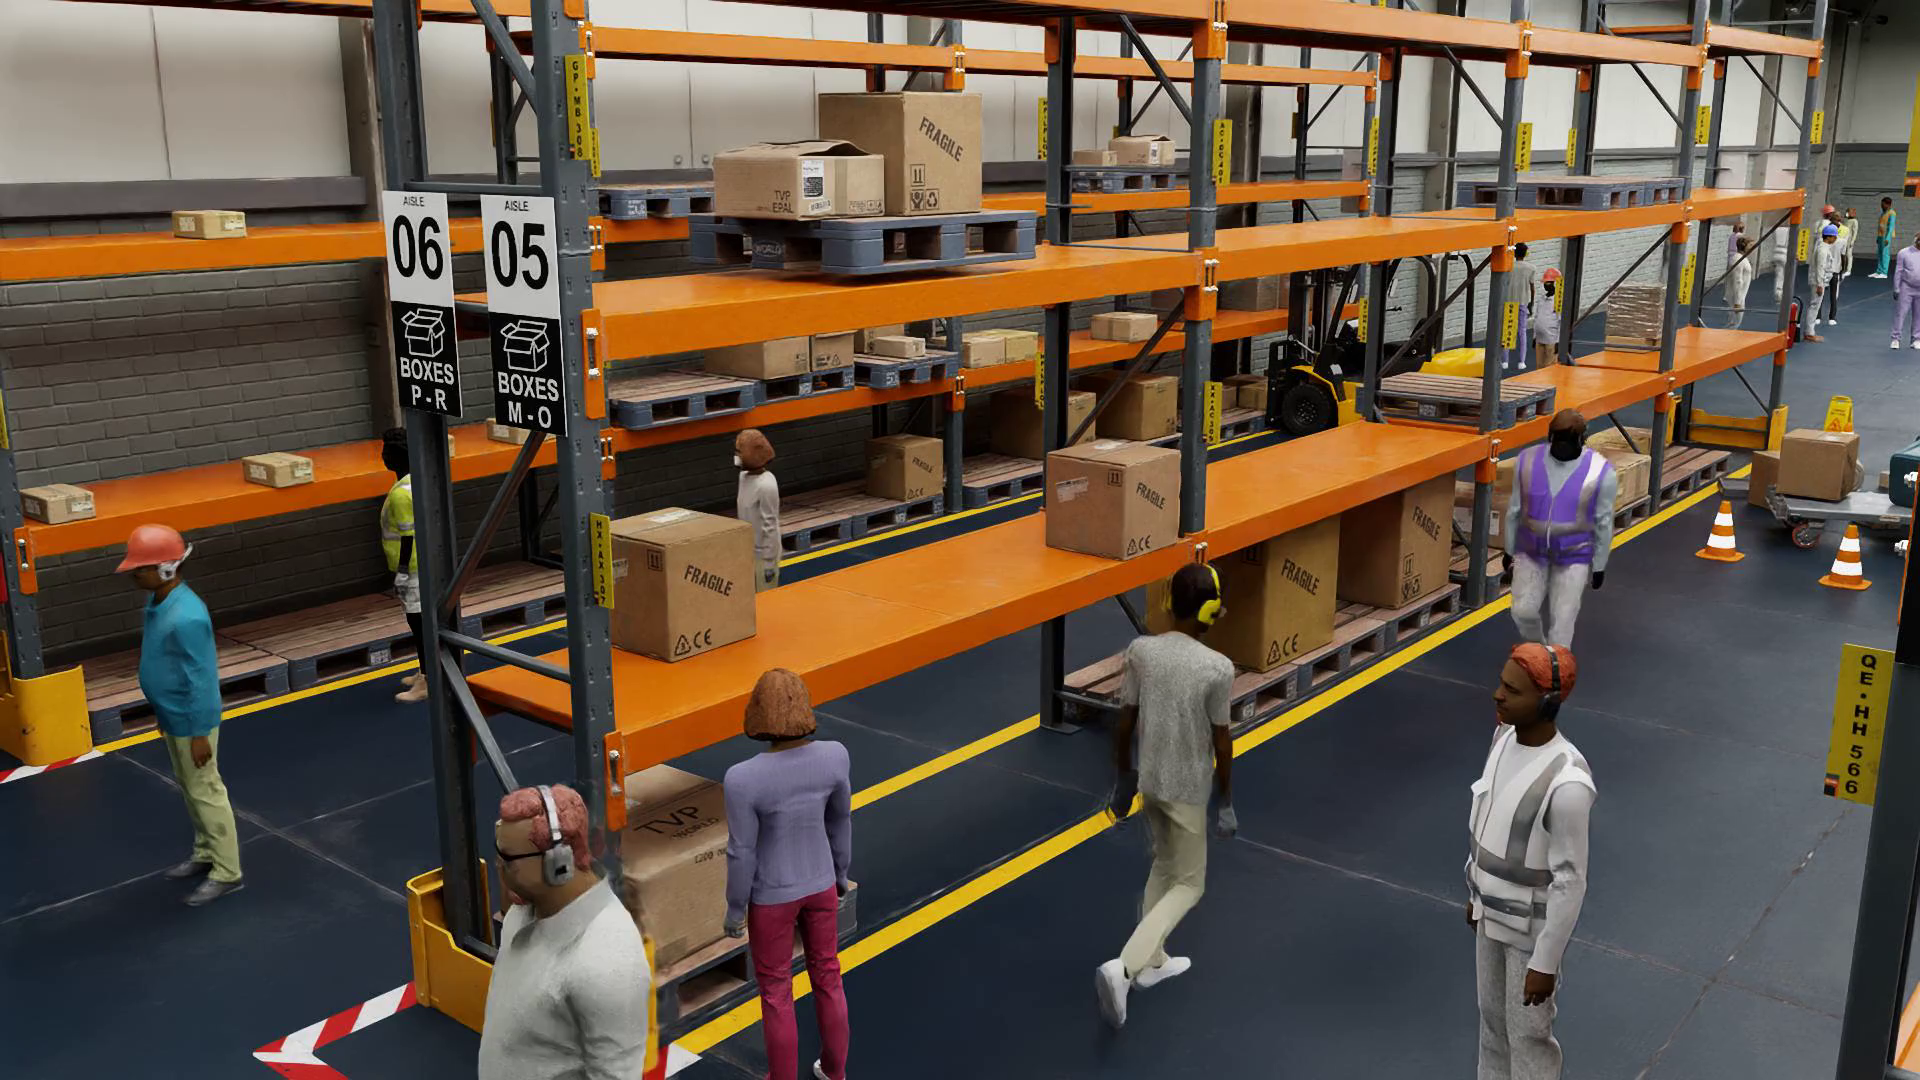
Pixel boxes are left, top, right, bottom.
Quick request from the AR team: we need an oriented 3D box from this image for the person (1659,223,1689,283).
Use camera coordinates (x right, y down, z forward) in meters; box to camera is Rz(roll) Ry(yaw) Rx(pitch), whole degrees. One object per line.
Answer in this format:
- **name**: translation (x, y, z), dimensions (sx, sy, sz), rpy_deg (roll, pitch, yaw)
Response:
- **person**: translation (14.002, -5.396, 32.686), dimensions (0.500, 1.719, 0.577), rpy_deg (13, 19, 42)

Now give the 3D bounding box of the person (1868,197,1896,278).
- **person**: translation (22.103, -7.224, 39.745), dimensions (0.390, 1.914, 0.587), rpy_deg (2, 14, 7)

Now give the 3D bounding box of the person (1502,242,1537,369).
- **person**: translation (8.184, -3.450, 24.468), dimensions (0.515, 1.872, 0.328), rpy_deg (3, 14, 11)

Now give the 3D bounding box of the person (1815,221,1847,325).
- **person**: translation (15.721, -4.827, 30.089), dimensions (0.521, 1.865, 0.327), rpy_deg (6, 15, 24)

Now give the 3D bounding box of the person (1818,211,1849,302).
- **person**: translation (17.818, -5.788, 34.035), dimensions (0.565, 1.847, 0.396), rpy_deg (6, 15, 23)

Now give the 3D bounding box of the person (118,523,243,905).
- **person**: translation (-3.529, 0.772, 7.522), dimensions (0.340, 1.748, 0.577), rpy_deg (-10, 17, -36)

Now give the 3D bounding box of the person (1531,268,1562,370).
- **person**: translation (7.465, -2.572, 21.135), dimensions (0.324, 1.752, 0.561), rpy_deg (-5, 15, -19)

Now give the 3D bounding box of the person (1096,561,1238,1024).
- **person**: translation (0.772, 0.994, 6.469), dimensions (0.671, 1.833, 0.528), rpy_deg (-12, 18, -41)

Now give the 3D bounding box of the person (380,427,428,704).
- **person**: translation (-3.359, 0.149, 10.174), dimensions (0.318, 1.697, 0.535), rpy_deg (-2, 14, -10)

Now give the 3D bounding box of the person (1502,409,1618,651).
- **person**: translation (3.622, 0.094, 10.119), dimensions (0.647, 1.823, 0.448), rpy_deg (8, 16, 31)

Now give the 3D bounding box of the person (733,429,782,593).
- **person**: translation (-1.273, 0.104, 10.500), dimensions (0.282, 1.632, 0.501), rpy_deg (-7, 15, -26)

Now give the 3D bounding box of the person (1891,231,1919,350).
- **person**: translation (15.316, -4.007, 26.675), dimensions (0.638, 1.903, 0.408), rpy_deg (3, 14, 12)

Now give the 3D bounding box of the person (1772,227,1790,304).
- **person**: translation (16.668, -5.694, 33.623), dimensions (0.405, 1.859, 0.608), rpy_deg (-6, 15, -24)

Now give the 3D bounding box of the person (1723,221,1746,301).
- **person**: translation (15.926, -5.711, 34.154), dimensions (0.308, 1.639, 0.514), rpy_deg (-2, 14, -8)

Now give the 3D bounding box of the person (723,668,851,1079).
- **person**: translation (-0.601, 1.242, 5.849), dimensions (0.505, 1.632, 0.269), rpy_deg (-10, 17, -36)

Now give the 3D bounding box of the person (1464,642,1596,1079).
- **person**: translation (1.795, 1.232, 5.375), dimensions (0.356, 1.884, 0.574), rpy_deg (-2, 14, -6)

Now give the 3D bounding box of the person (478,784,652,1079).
- **person**: translation (-0.967, 1.497, 4.332), dimensions (0.930, 1.871, 0.653), rpy_deg (-7, 15, -26)

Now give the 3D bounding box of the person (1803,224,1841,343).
- **person**: translation (14.295, -4.255, 27.610), dimensions (0.425, 1.939, 0.610), rpy_deg (7, 15, 26)

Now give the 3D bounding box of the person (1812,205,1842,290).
- **person**: translation (18.999, -6.404, 36.478), dimensions (0.536, 1.876, 0.871), rpy_deg (4, 14, 18)

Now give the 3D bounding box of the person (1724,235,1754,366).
- **person**: translation (11.616, -3.577, 24.842), dimensions (0.372, 1.940, 0.632), rpy_deg (6, 15, 24)

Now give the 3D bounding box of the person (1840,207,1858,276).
- **person**: translation (21.568, -7.254, 40.438), dimensions (0.281, 1.636, 0.500), rpy_deg (-2, 14, -10)

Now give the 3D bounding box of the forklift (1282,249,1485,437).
- **forklift**: translation (4.886, -2.214, 18.767), dimensions (2.313, 2.155, 1.214), rpy_deg (11, 18, 38)
